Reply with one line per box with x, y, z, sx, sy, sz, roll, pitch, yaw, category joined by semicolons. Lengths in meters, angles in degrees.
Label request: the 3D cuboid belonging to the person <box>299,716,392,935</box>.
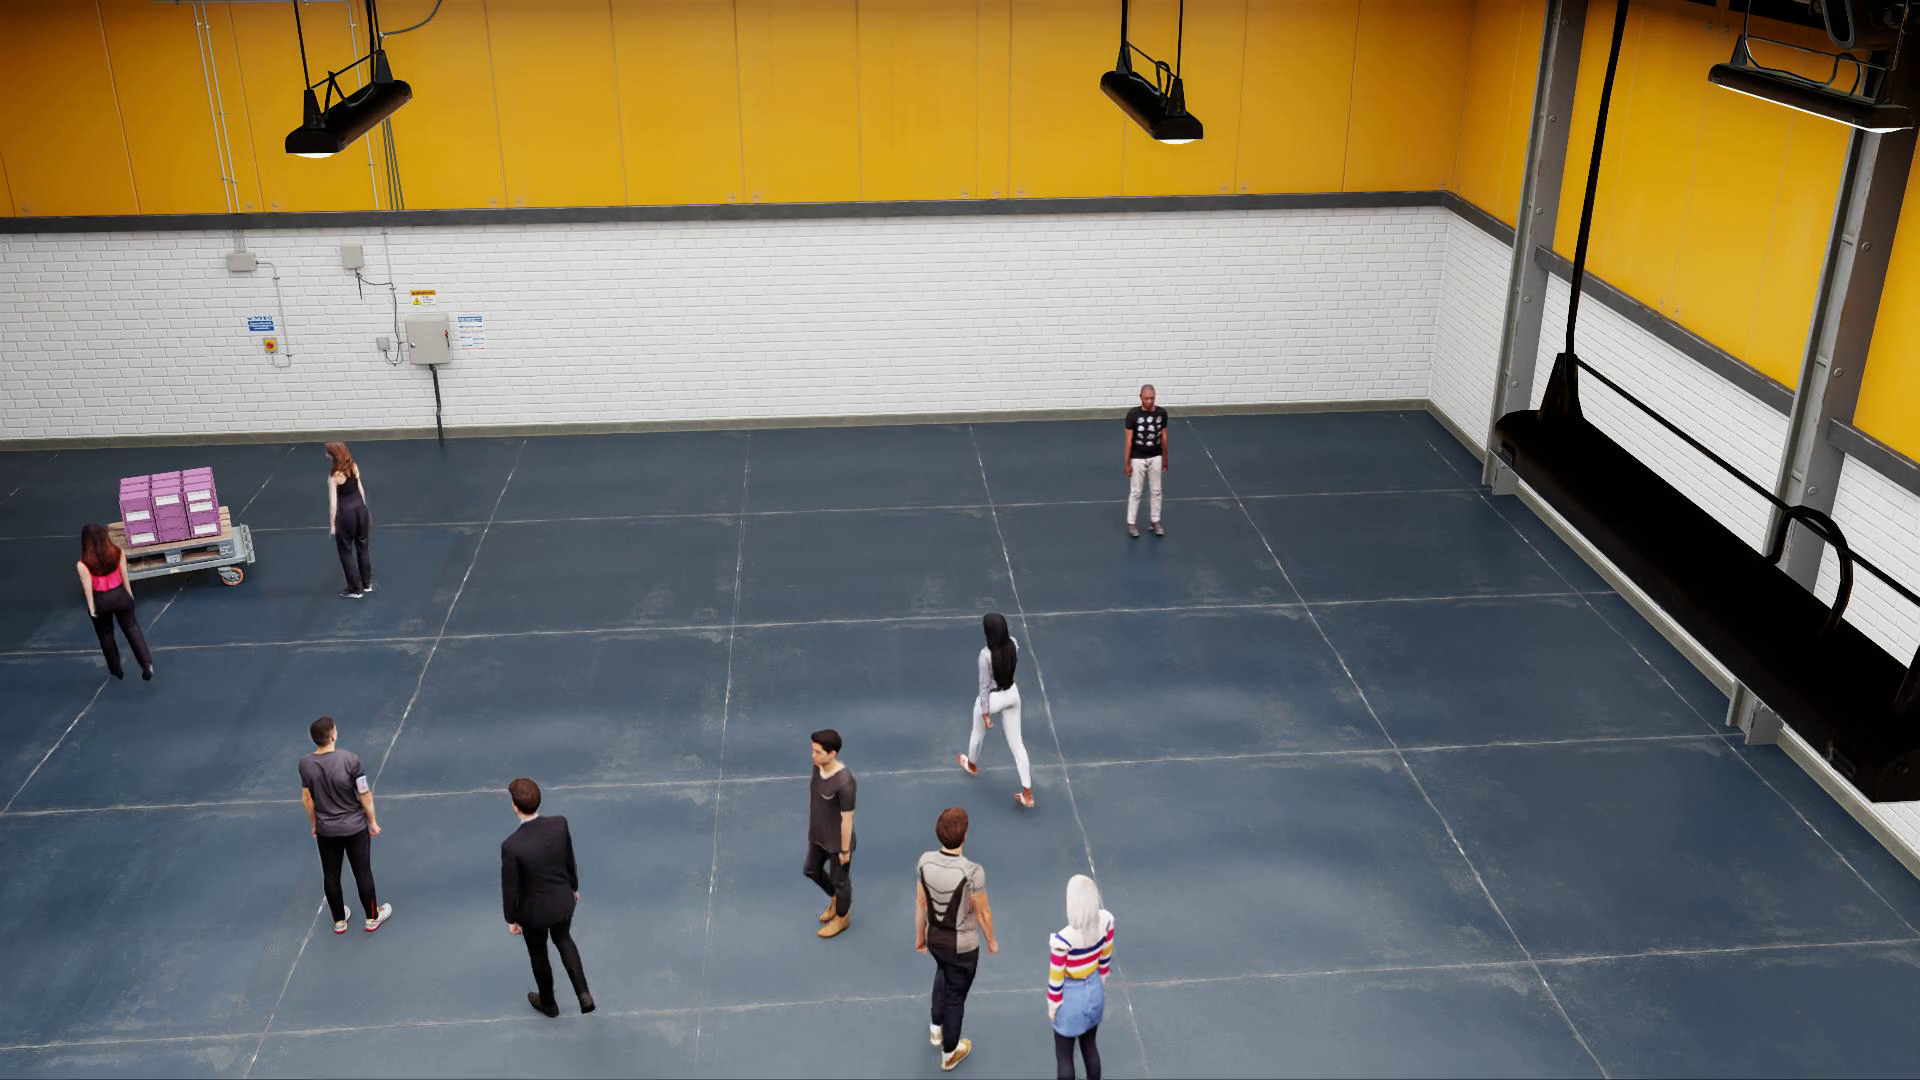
-4.528;2.082;12.149;0.643;1.764;0.536;-1;24;-2;person

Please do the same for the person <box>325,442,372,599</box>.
-6.405;-0.249;17.524;0.682;1.730;0.776;-20;30;-38;person

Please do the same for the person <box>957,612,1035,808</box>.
0.380;1.424;13.769;1.009;1.671;1.296;-15;28;-30;person

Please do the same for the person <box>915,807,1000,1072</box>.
-0.088;2.632;10.747;0.793;1.879;0.832;14;27;29;person

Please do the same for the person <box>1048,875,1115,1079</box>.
0.747;2.852;10.333;0.723;1.807;0.711;-16;28;-32;person

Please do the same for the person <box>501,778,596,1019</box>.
-2.739;2.460;11.146;0.984;1.874;1.069;-20;31;-38;person

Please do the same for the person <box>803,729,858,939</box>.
-0.874;2.107;12.162;0.804;1.708;0.710;-17;29;-33;person

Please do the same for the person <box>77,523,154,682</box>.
-7.949;0.618;15.650;1.009;1.642;0.926;20;31;38;person

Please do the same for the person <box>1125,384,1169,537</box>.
2.121;-0.926;18.989;0.672;1.797;0.602;-4;24;-10;person
